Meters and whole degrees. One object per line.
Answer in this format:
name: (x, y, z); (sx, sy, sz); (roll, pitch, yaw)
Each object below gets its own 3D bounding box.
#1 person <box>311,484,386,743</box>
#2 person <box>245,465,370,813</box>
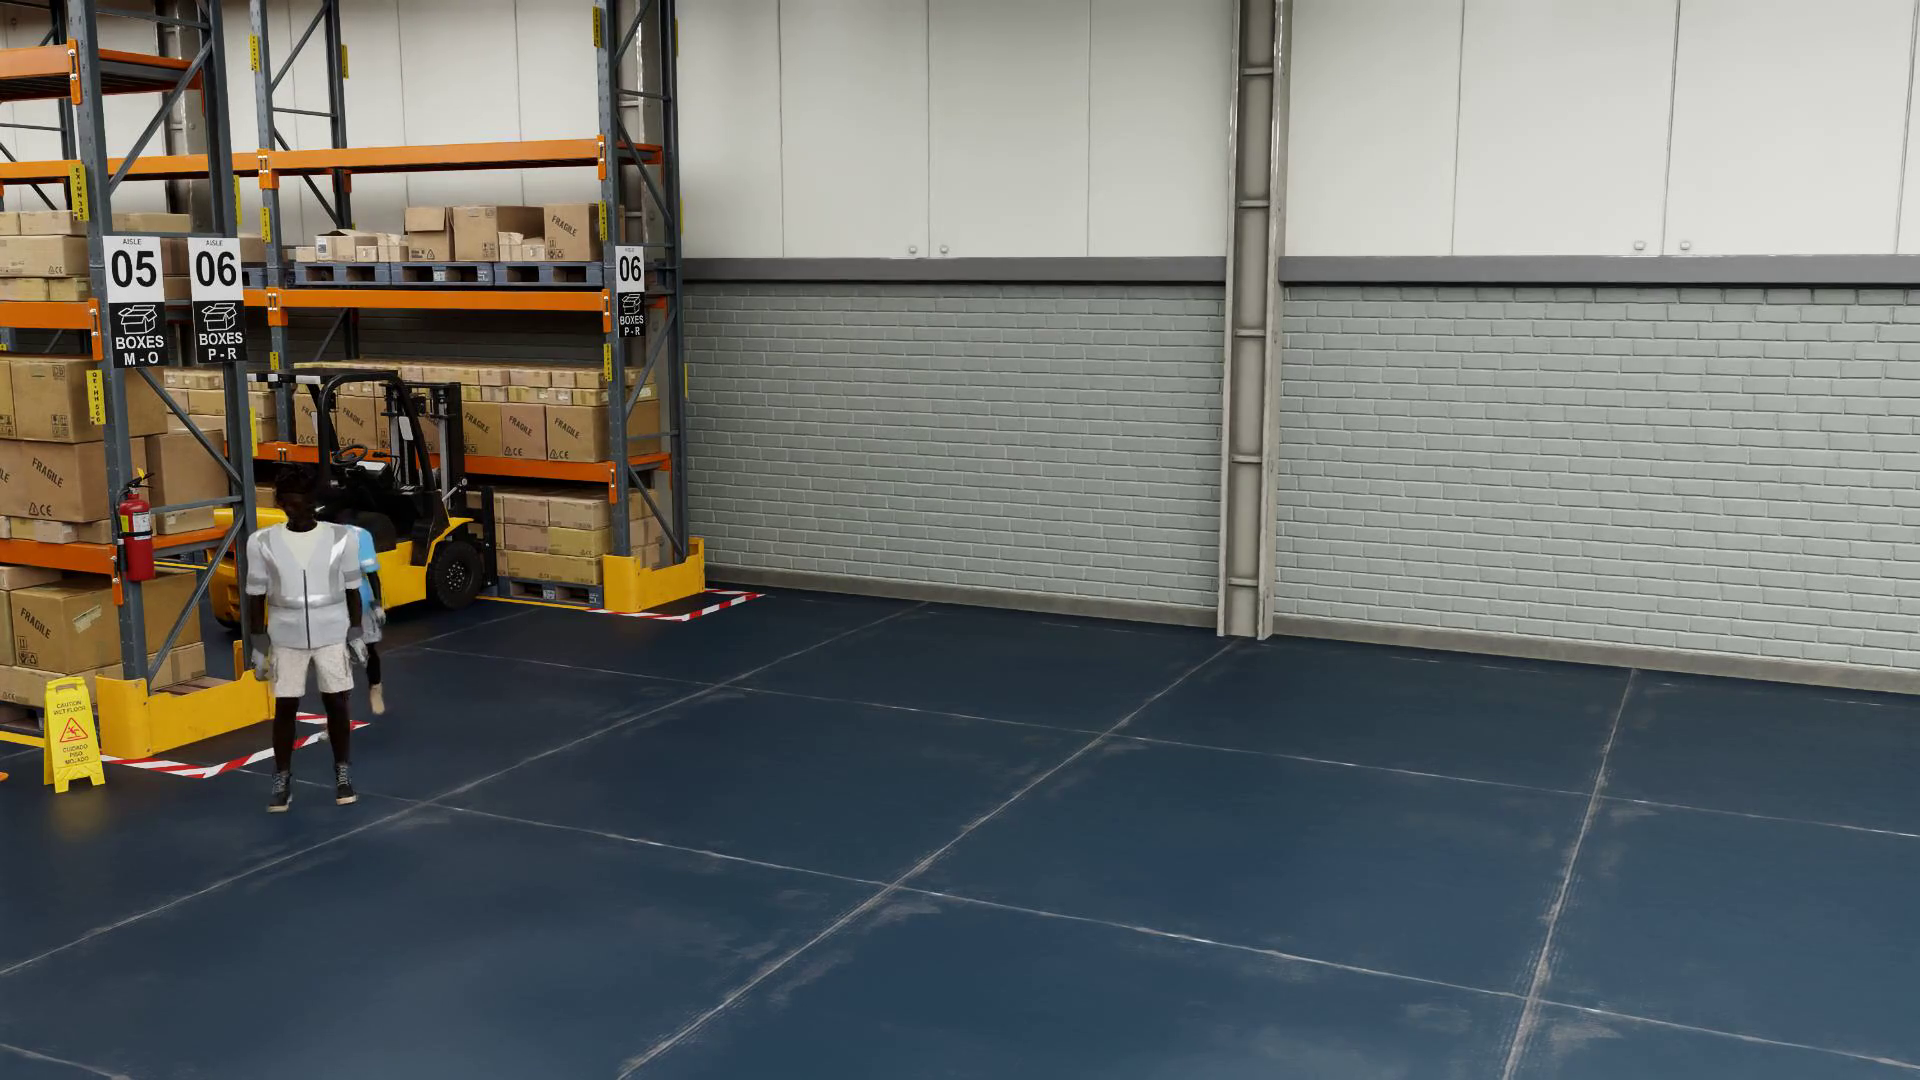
person: (-4.050, 0.434, 10.985); (0.578, 1.647, 0.882); (-1, 9, -4)
person: (-3.664, 0.549, 9.345); (0.652, 1.954, 0.401); (-4, 10, -21)
